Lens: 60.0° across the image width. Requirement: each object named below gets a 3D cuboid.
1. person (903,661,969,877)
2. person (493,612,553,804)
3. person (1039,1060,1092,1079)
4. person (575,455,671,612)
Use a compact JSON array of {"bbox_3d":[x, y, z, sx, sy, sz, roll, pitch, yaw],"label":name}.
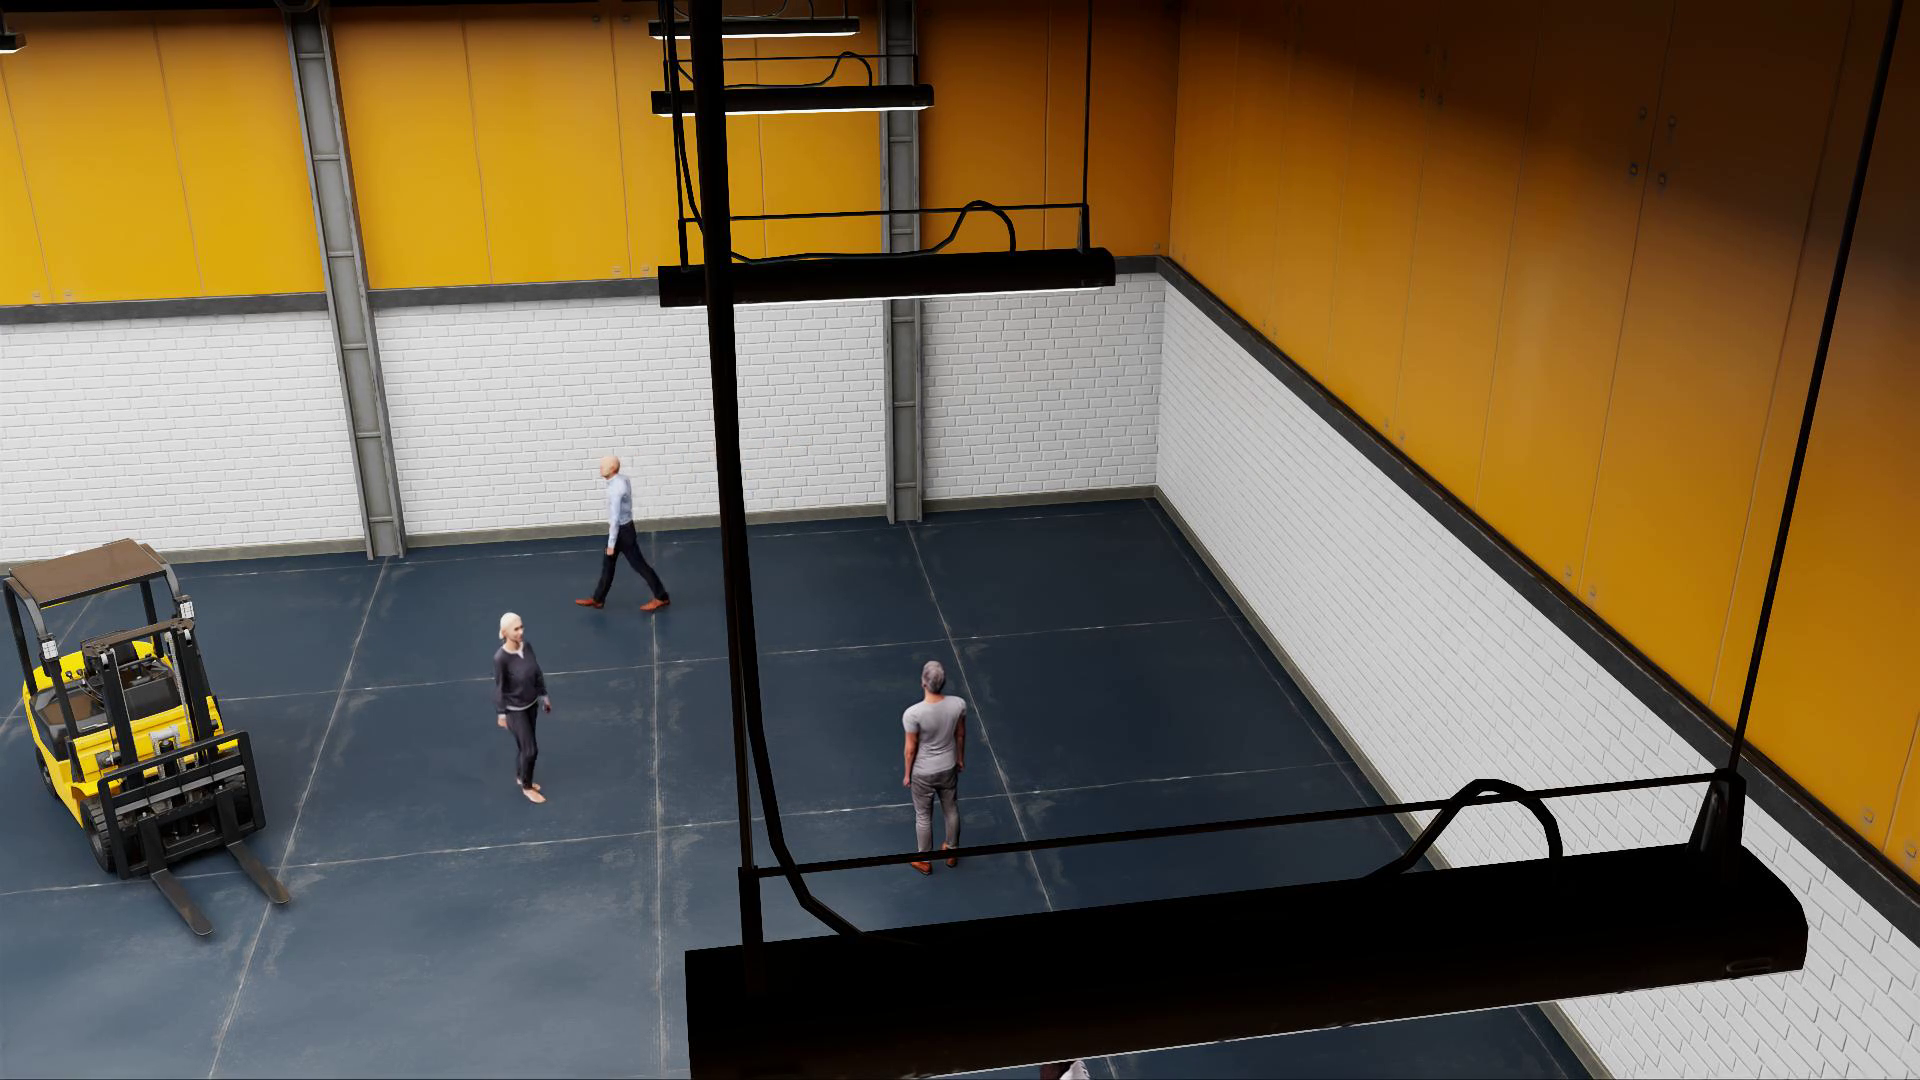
[{"bbox_3d":[-0.195,1.789,13.085,0.614,1.832,0.812,-12,26,-25],"label":"person"},{"bbox_3d":[-3.810,1.376,14.178,0.813,1.713,0.761,10,25,21],"label":"person"},{"bbox_3d":[0.570,3.416,9.437,0.499,1.774,0.583,-4,24,-8],"label":"person"},{"bbox_3d":[-3.435,-0.031,17.362,1.202,1.742,0.643,-4,24,-9],"label":"person"}]
